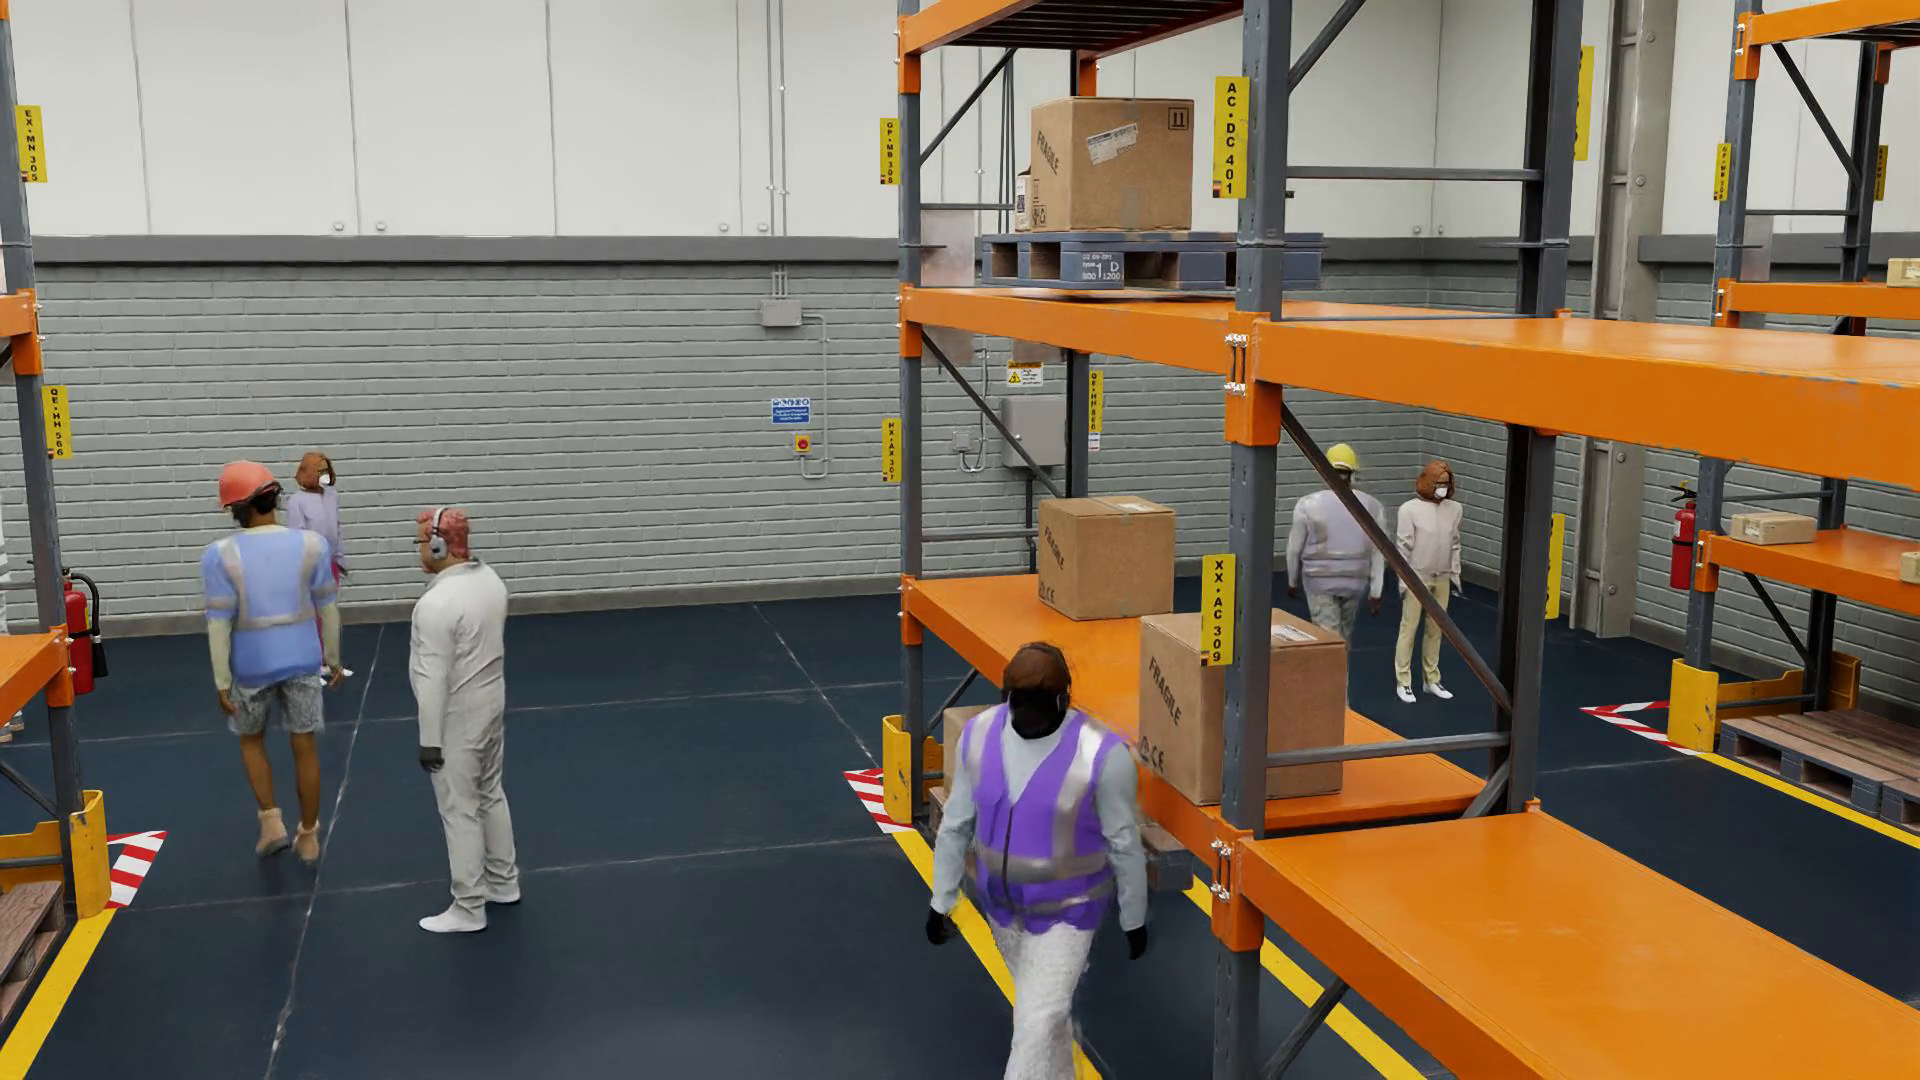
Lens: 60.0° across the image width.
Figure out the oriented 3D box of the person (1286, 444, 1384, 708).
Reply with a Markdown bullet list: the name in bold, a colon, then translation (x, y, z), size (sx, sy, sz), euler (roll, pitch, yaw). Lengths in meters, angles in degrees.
- **person**: translation (2.380, 0.274, 10.730), size (0.585, 1.779, 0.868), euler (-2, 10, -10)

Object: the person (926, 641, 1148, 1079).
- **person**: translation (0.210, 1.210, 5.373), size (0.663, 1.795, 0.881), euler (8, 12, 37)

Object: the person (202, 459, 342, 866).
- **person**: translation (-3.340, 0.609, 8.164), size (0.655, 2.018, 0.441), euler (-6, 12, -33)

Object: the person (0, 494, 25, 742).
- **person**: translation (-6.040, 0.314, 10.229), size (0.337, 1.882, 0.583), euler (-2, 10, -10)

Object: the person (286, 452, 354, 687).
- **person**: translation (-4.481, 0.193, 11.634), size (0.266, 1.631, 0.507), euler (3, 10, 17)

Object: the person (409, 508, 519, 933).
- **person**: translation (-2.255, 0.796, 7.456), size (0.398, 1.898, 0.652), euler (2, 10, 10)

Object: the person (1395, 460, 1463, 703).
- **person**: translation (3.149, 0.274, 11.175), size (0.497, 1.633, 0.289), euler (-4, 11, -20)
